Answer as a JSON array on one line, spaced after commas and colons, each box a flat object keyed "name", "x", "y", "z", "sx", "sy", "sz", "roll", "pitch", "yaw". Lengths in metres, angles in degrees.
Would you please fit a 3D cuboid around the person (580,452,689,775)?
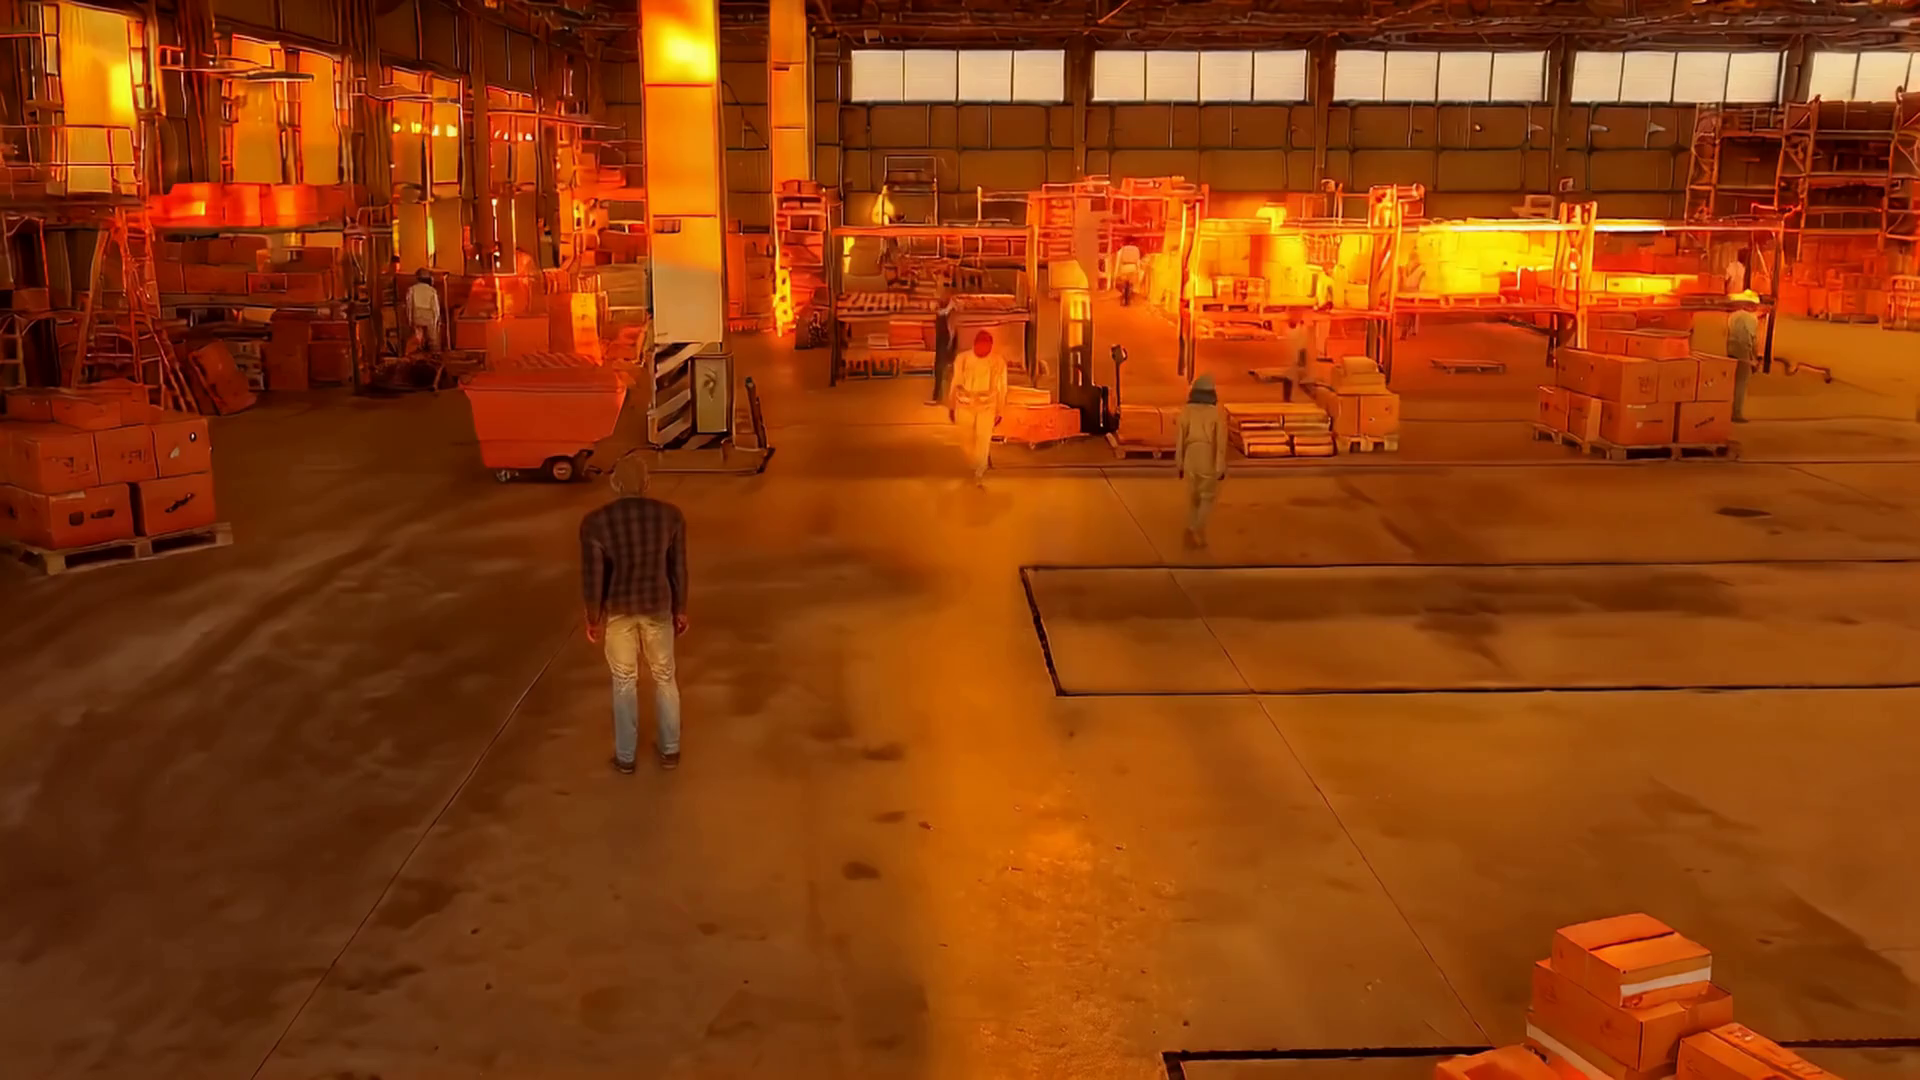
[{"name": "person", "x": -1.920, "y": 0.438, "z": 9.886, "sx": 0.627, "sy": 1.941, "sz": 0.370, "roll": -5, "pitch": 13, "yaw": -20}]

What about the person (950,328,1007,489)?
[{"name": "person", "x": 0.209, "y": -1.520, "z": 19.008, "sx": 0.646, "sy": 1.821, "sz": 0.654, "roll": 1, "pitch": 13, "yaw": 6}]

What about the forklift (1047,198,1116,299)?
[{"name": "forklift", "x": 3.425, "y": -8.208, "z": 46.778, "sx": 1.873, "sy": 2.768, "sz": 1.129, "roll": 0, "pitch": 12, "yaw": -2}]

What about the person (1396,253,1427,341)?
[{"name": "person", "x": 9.615, "y": -5.183, "z": 35.435, "sx": 0.998, "sy": 1.869, "sz": 0.608, "roll": -11, "pitch": 16, "yaw": -40}]

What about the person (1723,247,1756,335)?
[{"name": "person", "x": 17.103, "y": -5.464, "z": 36.544, "sx": 0.643, "sy": 1.923, "sz": 0.929, "roll": 7, "pitch": 14, "yaw": 30}]

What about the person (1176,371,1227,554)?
[{"name": "person", "x": 2.230, "y": -0.708, "z": 15.528, "sx": 0.497, "sy": 1.724, "sz": 0.612, "roll": 7, "pitch": 14, "yaw": 30}]

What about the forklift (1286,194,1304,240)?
[{"name": "forklift", "x": 11.014, "y": -9.999, "z": 54.867, "sx": 1.873, "sy": 2.768, "sz": 1.129, "roll": 0, "pitch": 12, "yaw": -2}]

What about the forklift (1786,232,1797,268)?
[{"name": "forklift", "x": 30.449, "y": -11.243, "z": 60.484, "sx": 1.873, "sy": 2.768, "sz": 1.129, "roll": 0, "pitch": 12, "yaw": -2}]

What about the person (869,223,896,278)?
[{"name": "person", "x": -2.591, "y": -9.773, "z": 56.224, "sx": 0.986, "sy": 1.830, "sz": 0.587, "roll": 6, "pitch": 14, "yaw": 24}]

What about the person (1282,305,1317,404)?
[{"name": "person", "x": 4.946, "y": -2.573, "z": 24.094, "sx": 0.667, "sy": 1.672, "sz": 0.552, "roll": -3, "pitch": 13, "yaw": -13}]

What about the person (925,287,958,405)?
[{"name": "person", "x": -0.152, "y": -3.002, "z": 25.692, "sx": 0.789, "sy": 1.828, "sz": 0.518, "roll": -8, "pitch": 15, "yaw": -31}]

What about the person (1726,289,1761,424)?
[{"name": "person", "x": 11.140, "y": -2.606, "z": 23.690, "sx": 0.395, "sy": 1.919, "sz": 0.581, "roll": -4, "pitch": 13, "yaw": -16}]

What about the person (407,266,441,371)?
[{"name": "person", "x": -9.410, "y": -3.848, "z": 29.258, "sx": 0.542, "sy": 1.930, "sz": 0.374, "roll": -1, "pitch": 12, "yaw": -2}]

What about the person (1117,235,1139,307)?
[{"name": "person", "x": 4.471, "y": -7.162, "z": 44.319, "sx": 0.559, "sy": 1.895, "sz": 0.976, "roll": -1, "pitch": 13, "yaw": -5}]

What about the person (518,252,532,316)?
[{"name": "person", "x": -10.637, "y": -6.230, "z": 40.696, "sx": 0.314, "sy": 1.634, "sz": 0.515, "roll": -7, "pitch": 14, "yaw": -30}]

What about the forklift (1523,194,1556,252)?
[{"name": "forklift", "x": 18.884, "y": -9.896, "z": 54.402, "sx": 1.129, "sy": 2.768, "sz": 1.873, "roll": 0, "pitch": 12, "yaw": -2}]

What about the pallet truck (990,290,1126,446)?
[{"name": "pallet truck", "x": 1.257, "y": -2.299, "z": 22.111, "sx": 1.885, "sy": 1.965, "sz": 0.823, "roll": -9, "pitch": 15, "yaw": -35}]

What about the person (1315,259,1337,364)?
[{"name": "person", "x": 6.883, "y": -4.293, "z": 31.249, "sx": 0.351, "sy": 1.936, "sz": 0.634, "roll": 5, "pitch": 13, "yaw": 21}]
